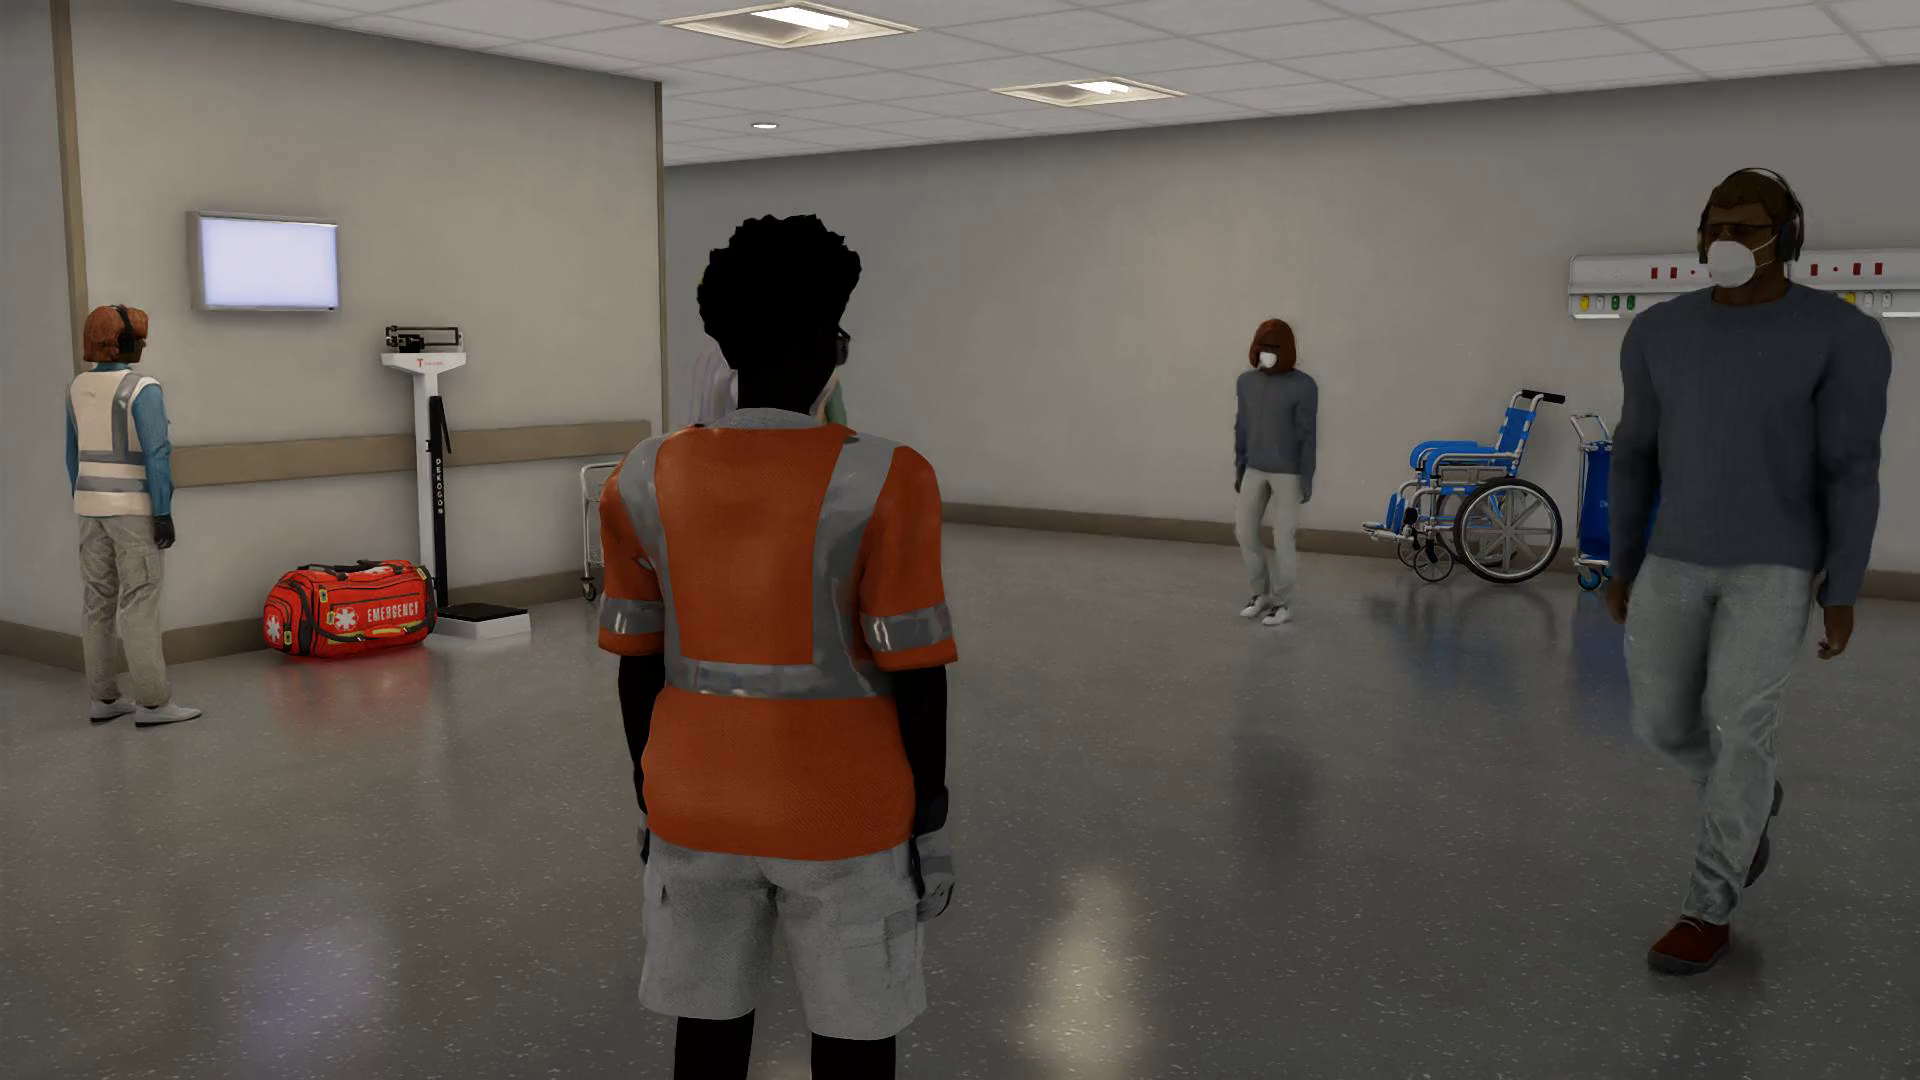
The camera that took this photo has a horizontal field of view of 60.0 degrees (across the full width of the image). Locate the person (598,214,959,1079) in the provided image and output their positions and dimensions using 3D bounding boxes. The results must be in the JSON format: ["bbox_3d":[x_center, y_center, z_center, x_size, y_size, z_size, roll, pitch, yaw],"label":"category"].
[{"bbox_3d":[-0.246,0.398,2.341,0.532,1.693,0.319,3,8,20],"label":"person"}]

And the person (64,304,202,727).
[{"bbox_3d":[-3.264,-0.092,6.483,0.515,1.641,0.315,3,8,25],"label":"person"}]

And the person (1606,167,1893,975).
[{"bbox_3d":[1.919,0.066,4.092,0.663,1.924,0.644,-6,10,-42],"label":"person"}]

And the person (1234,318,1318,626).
[{"bbox_3d":[1.633,-0.342,8.610,0.501,1.604,0.410,7,10,43],"label":"person"}]
